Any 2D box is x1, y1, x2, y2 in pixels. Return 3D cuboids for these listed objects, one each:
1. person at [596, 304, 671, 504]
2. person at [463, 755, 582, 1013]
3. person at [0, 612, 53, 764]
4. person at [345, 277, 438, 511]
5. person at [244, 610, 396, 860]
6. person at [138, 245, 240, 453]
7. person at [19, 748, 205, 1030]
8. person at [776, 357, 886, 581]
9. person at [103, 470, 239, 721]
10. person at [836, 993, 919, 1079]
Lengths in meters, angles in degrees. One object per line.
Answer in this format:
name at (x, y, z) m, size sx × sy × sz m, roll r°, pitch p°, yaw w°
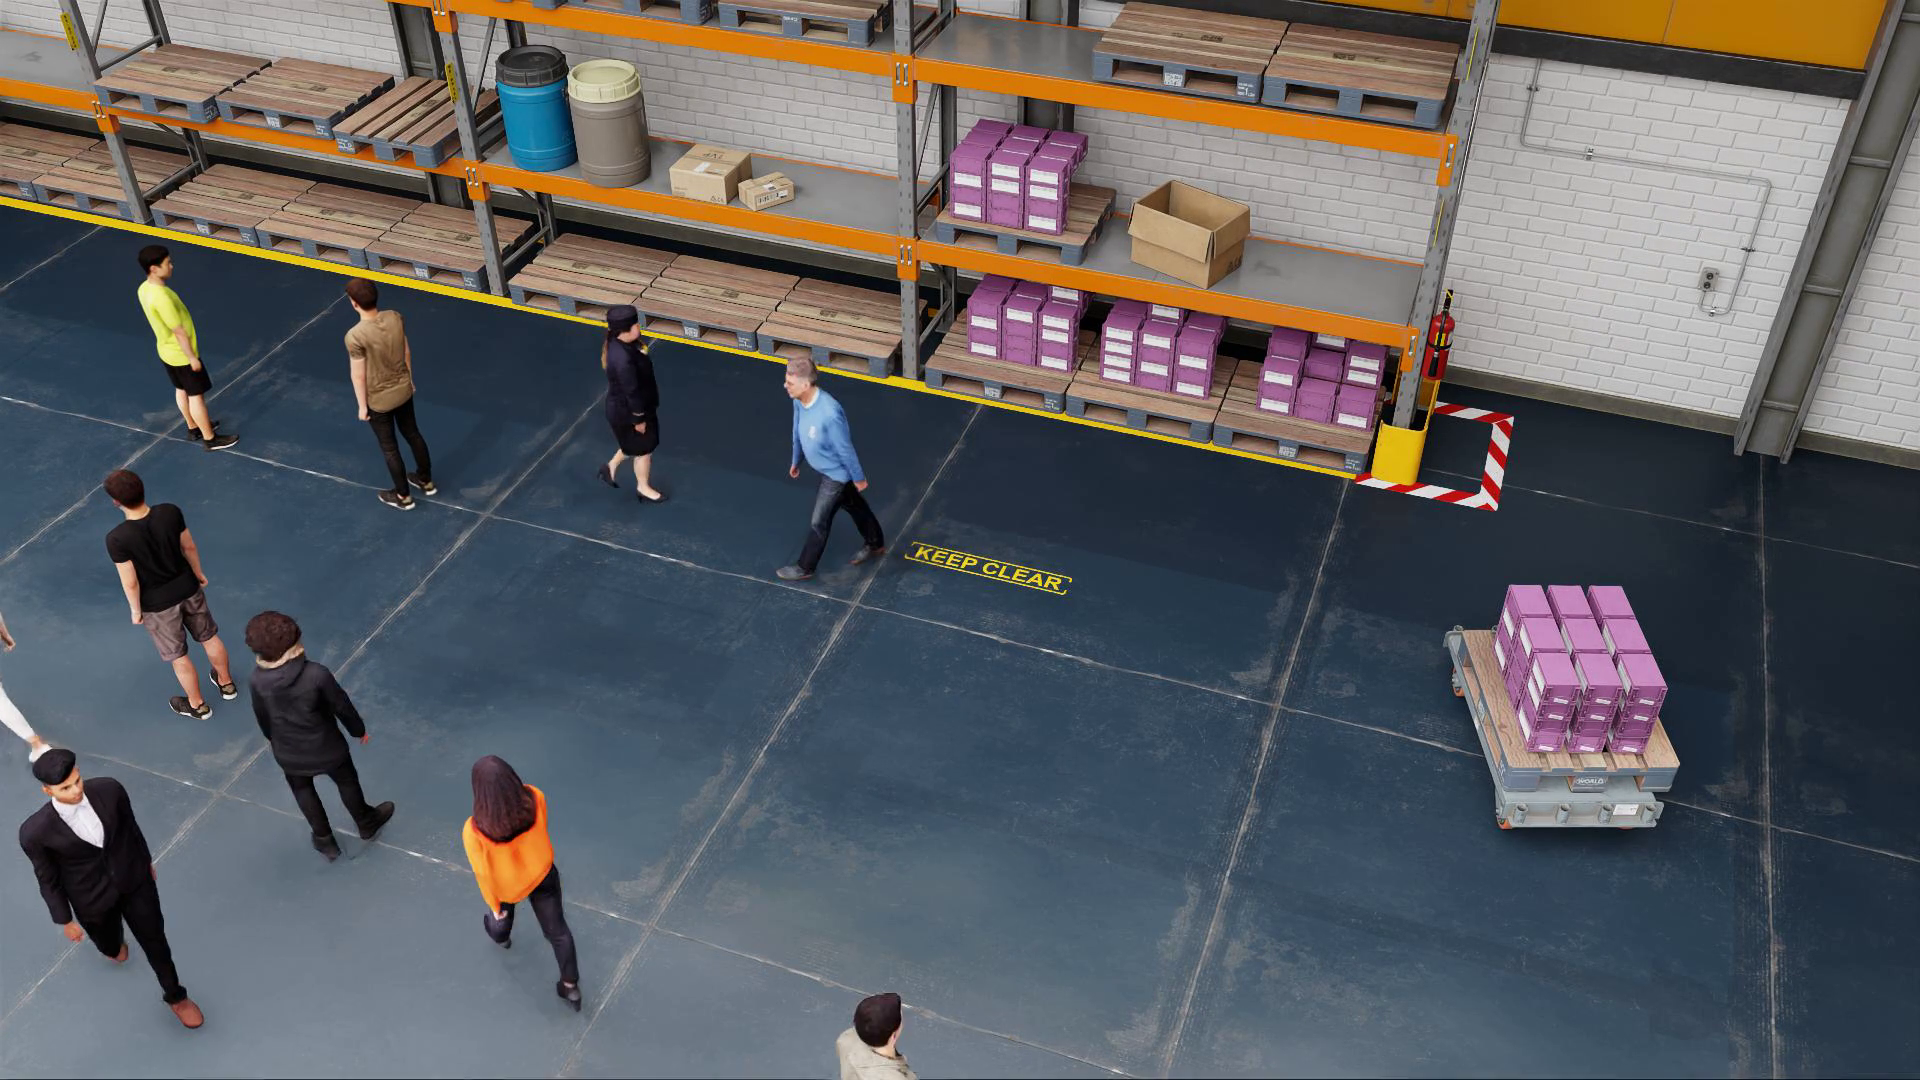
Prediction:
person at (-2.463, -0.947, 12.103) m, size 0.934 × 1.663 × 0.875 m, roll -5°, pitch 39°, yaw -6°
person at (-2.217, 1.817, 8.601) m, size 0.968 × 1.716 × 1.149 m, roll -26°, pitch 46°, yaw -29°
person at (-5.932, 0.675, 10.061) m, size 1.215 × 1.677 × 0.778 m, roll 22°, pitch 44°, yaw 25°
person at (-4.153, -1.065, 12.102) m, size 0.631 × 1.849 × 0.702 m, roll 20°, pitch 43°, yaw 23°
person at (-3.705, 1.142, 9.409) m, size 0.776 × 1.761 × 0.885 m, roll 3°, pitch 39°, yaw 3°
person at (-5.982, -1.458, 12.709) m, size 0.758 × 1.706 × 0.622 m, roll -31°, pitch 48°, yaw -33°
person at (-4.435, 1.750, 8.569) m, size 1.233 × 1.859 × 0.988 m, roll 28°, pitch 46°, yaw 31°
person at (-0.791, -0.506, 11.484) m, size 1.144 × 1.748 × 1.114 m, roll -25°, pitch 45°, yaw -28°
person at (-4.917, 0.339, 10.337) m, size 0.676 × 1.858 × 0.729 m, roll 23°, pitch 44°, yaw 27°
person at (-0.428, 2.736, 7.340) m, size 1.204 × 1.853 × 1.194 m, roll -17°, pitch 42°, yaw -20°
